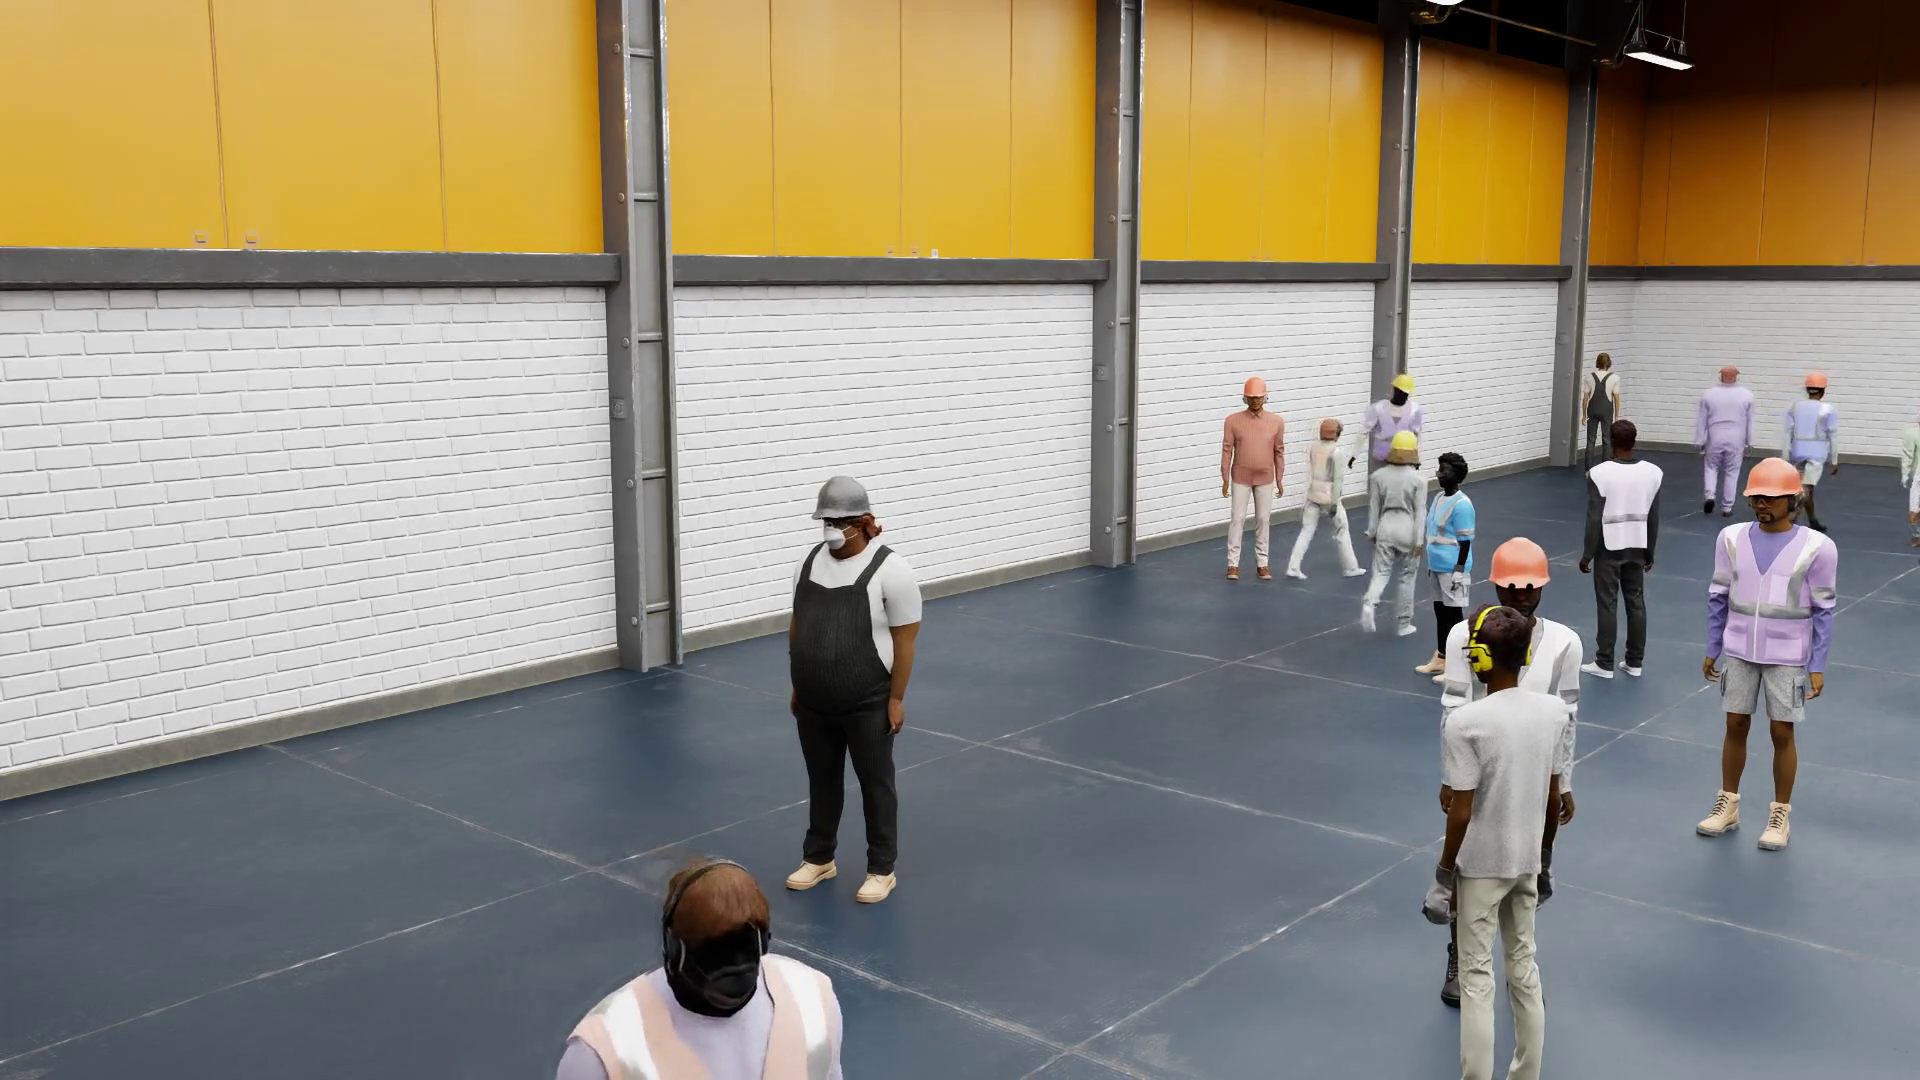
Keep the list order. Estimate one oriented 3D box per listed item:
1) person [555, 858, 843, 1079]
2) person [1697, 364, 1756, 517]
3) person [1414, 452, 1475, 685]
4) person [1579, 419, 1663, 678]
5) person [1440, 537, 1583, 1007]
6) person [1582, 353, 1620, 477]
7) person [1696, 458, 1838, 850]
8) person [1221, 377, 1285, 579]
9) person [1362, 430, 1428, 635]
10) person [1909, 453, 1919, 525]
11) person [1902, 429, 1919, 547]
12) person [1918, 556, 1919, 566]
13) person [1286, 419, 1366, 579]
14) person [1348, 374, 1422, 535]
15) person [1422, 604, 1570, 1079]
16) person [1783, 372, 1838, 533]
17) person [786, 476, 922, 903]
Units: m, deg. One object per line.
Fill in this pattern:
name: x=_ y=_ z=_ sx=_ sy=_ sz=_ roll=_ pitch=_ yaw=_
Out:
person: x=-0.528 y=1.522 z=3.494 sx=0.633 sy=1.827 sz=0.631 roll=-6 pitch=11 yaw=-33
person: x=9.458 y=-1.225 z=20.539 sx=0.651 sy=1.893 sz=0.425 roll=5 pitch=10 yaw=26
person: x=3.561 y=0.201 z=12.165 sx=0.315 sy=1.698 sz=0.541 roll=-1 pitch=9 yaw=-7
person: x=4.891 y=0.069 z=12.312 sx=0.592 sy=1.916 sz=0.375 roll=-2 pitch=9 yaw=-11
person: x=2.222 y=0.945 z=6.741 sx=0.542 sy=1.939 sz=0.361 roll=1 pitch=9 yaw=8
person: x=9.416 y=-1.828 z=24.454 sx=0.508 sy=1.842 sz=0.332 roll=5 pitch=10 yaw=28
person: x=4.181 y=0.588 z=8.659 sx=0.378 sy=2.041 sz=0.616 roll=-9 pitch=13 yaw=-43
person: x=2.865 y=-0.598 z=16.258 sx=0.623 sy=1.992 sz=0.396 roll=0 pitch=9 yaw=1
person: x=3.554 y=-0.039 z=13.603 sx=0.492 sy=1.723 sz=0.666 roll=7 pitch=11 yaw=37
person: x=8.957 y=-0.303 z=15.068 sx=0.627 sy=1.776 sz=0.949 roll=6 pitch=11 yaw=34
person: x=10.447 y=-0.663 z=17.949 sx=0.497 sy=1.587 sz=0.888 roll=5 pitch=10 yaw=30
person: x=7.495 y=0.071 z=12.372 sx=0.448 sy=1.891 sz=0.656 roll=-4 pitch=10 yaw=-25
person: x=3.574 y=-0.396 z=16.283 sx=0.859 sy=1.587 sz=0.498 roll=-6 pitch=11 yaw=-32
person: x=4.801 y=-0.936 z=18.763 sx=0.787 sy=1.867 sz=0.821 roll=2 pitch=9 yaw=10
person: x=1.836 y=1.141 z=5.750 sx=0.519 sy=1.865 sz=0.328 roll=-4 pitch=10 yaw=-23
person: x=9.633 y=-0.960 z=18.876 sx=1.013 sy=1.893 sz=0.556 roll=-6 pitch=11 yaw=-33
person: x=-0.557 y=0.705 z=7.932 sx=0.682 sy=2.000 sz=0.537 roll=5 pitch=10 yaw=27
